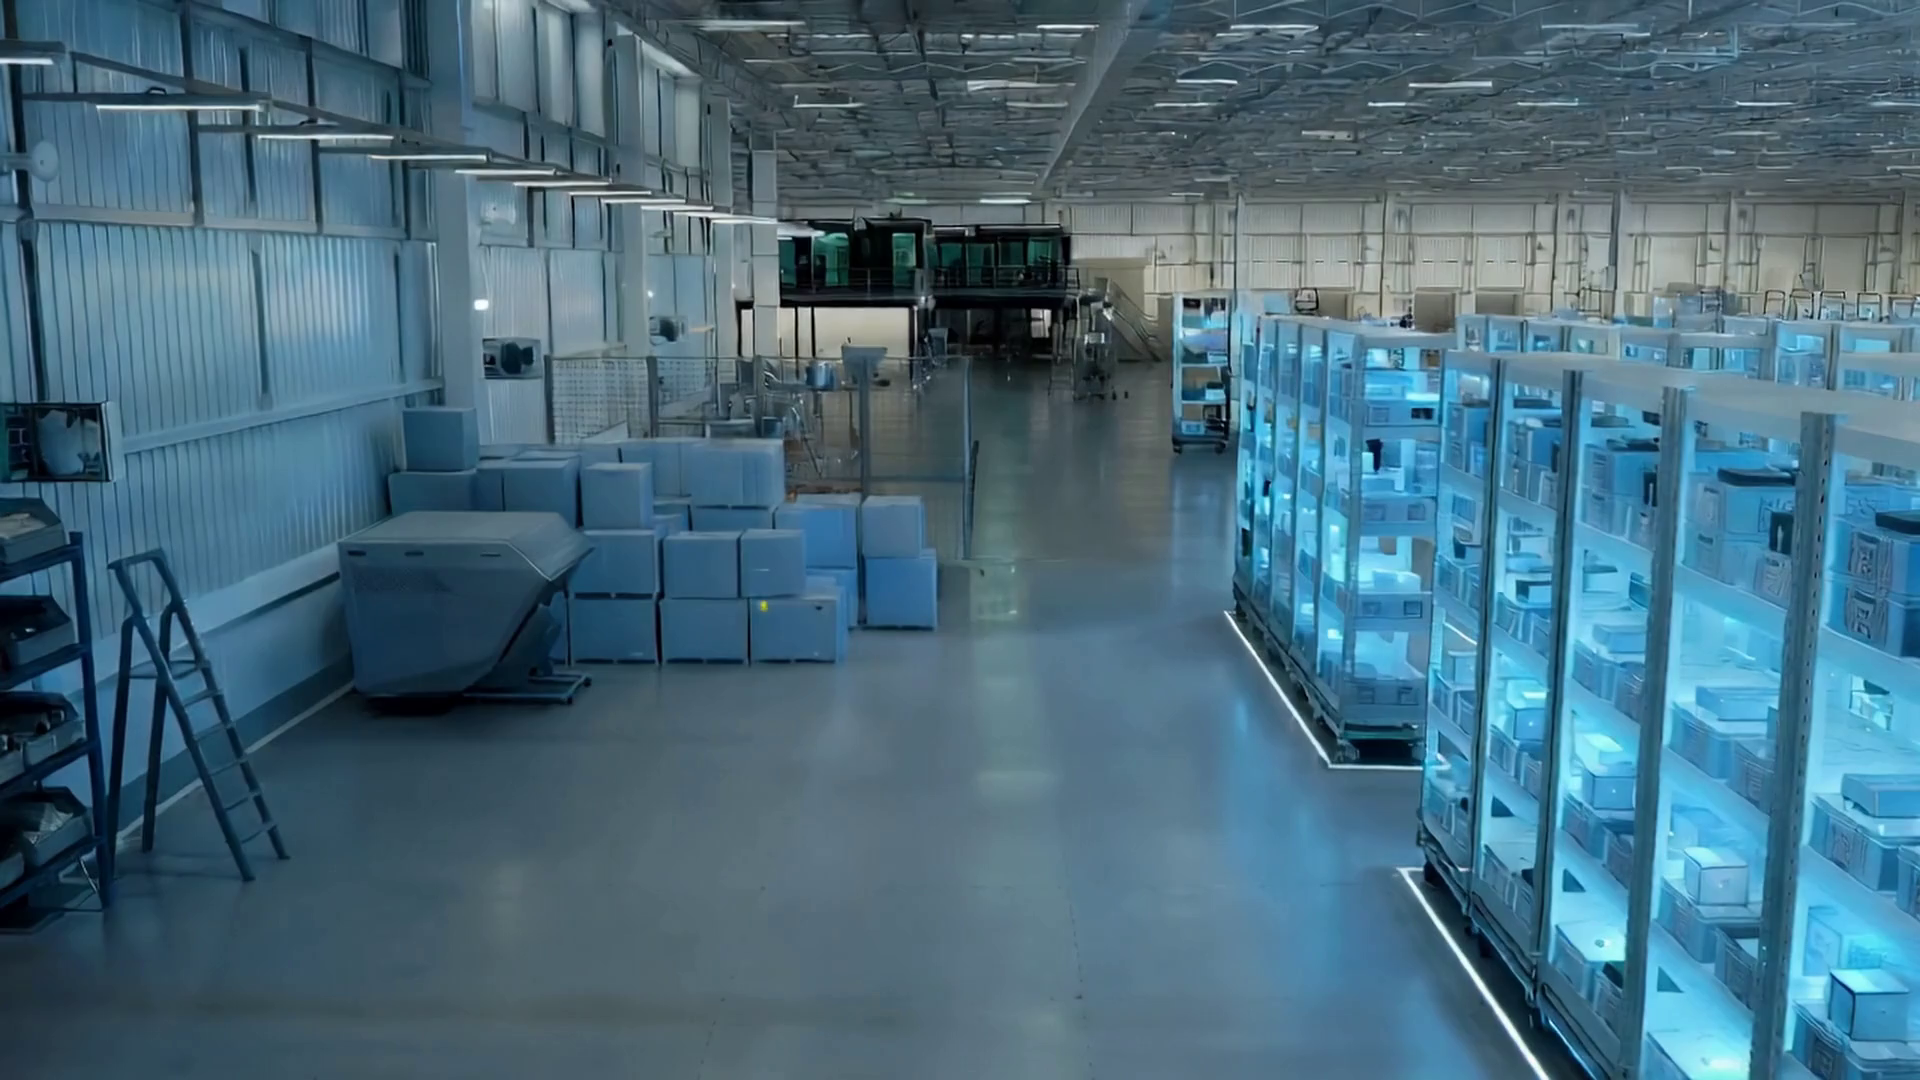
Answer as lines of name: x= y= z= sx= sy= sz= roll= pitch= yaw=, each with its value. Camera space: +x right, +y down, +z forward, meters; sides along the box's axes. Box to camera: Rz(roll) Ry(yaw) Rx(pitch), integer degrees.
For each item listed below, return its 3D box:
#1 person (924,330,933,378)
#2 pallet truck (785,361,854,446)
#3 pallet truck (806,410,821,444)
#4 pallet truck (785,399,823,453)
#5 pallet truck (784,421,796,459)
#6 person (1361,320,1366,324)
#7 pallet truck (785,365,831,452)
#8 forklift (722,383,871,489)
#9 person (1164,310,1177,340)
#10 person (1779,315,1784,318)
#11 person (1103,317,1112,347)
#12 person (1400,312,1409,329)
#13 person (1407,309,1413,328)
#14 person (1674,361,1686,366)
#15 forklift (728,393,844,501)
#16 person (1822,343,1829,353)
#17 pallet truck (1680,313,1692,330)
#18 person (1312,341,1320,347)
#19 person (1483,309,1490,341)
person: x=-1.215 y=-7.153 z=63.867 sx=0.343 sy=1.847 sz=0.507 roll=3 pitch=10 yaw=21
pallet truck: x=-3.410 y=-3.193 z=38.978 sx=1.885 sy=1.965 sz=0.823 roll=0 pitch=9 yaw=-1
pallet truck: x=-3.559 y=-2.018 z=33.905 sx=1.522 sy=1.261 sz=0.704 roll=0 pitch=9 yaw=-1
pallet truck: x=-3.814 y=-2.432 z=36.419 sx=1.630 sy=1.274 sz=0.653 roll=0 pitch=9 yaw=1
pallet truck: x=-4.013 y=-1.793 z=32.705 sx=1.601 sy=1.201 sz=0.680 roll=0 pitch=9 yaw=1
person: x=18.579 y=-9.228 z=76.681 sx=0.989 sy=1.833 sz=0.573 roll=-7 pitch=11 yaw=-36
pallet truck: x=-3.774 y=-2.976 z=37.635 sx=1.885 sy=1.965 sz=0.823 roll=1 pitch=9 yaw=5
forklift: x=-2.893 y=-1.687 z=28.729 sx=2.680 sy=1.987 sz=1.157 roll=0 pitch=9 yaw=-1
person: x=12.416 y=-12.617 z=97.720 sx=0.951 sy=1.793 sz=0.640 roll=1 pitch=9 yaw=5
person: x=40.913 y=-10.273 z=82.902 sx=0.624 sy=1.914 sz=0.634 roll=1 pitch=9 yaw=4
person: x=7.909 y=-11.275 z=89.234 sx=0.623 sy=1.859 sz=0.736 roll=-8 pitch=12 yaw=-41
person: x=24.170 y=-11.485 z=90.536 sx=0.530 sy=1.864 sz=0.313 roll=-2 pitch=9 yaw=-13
person: x=25.535 y=-12.162 z=94.563 sx=0.391 sy=1.918 sz=0.588 roll=9 pitch=13 yaw=43
person: x=17.003 y=-3.306 z=39.529 sx=0.393 sy=2.044 sz=0.609 roll=-1 pitch=9 yaw=-7
forklift: x=-2.979 y=-1.316 z=26.476 sx=2.680 sy=1.987 sz=1.157 roll=0 pitch=9 yaw=1
person: x=30.371 y=-6.158 z=58.534 sx=0.841 sy=1.593 sz=0.513 roll=3 pitch=10 yaw=18
pallet truck: x=36.315 y=-10.531 z=84.244 sx=0.823 sy=1.965 sz=1.885 roll=-6 pitch=11 yaw=-33
person: x=14.153 y=-7.591 z=66.372 sx=0.440 sy=1.908 sz=0.613 roll=4 pitch=10 yaw=22
person: x=30.729 y=-12.506 z=96.903 sx=0.429 sy=1.845 sz=0.621 roll=-2 pitch=9 yaw=-10
